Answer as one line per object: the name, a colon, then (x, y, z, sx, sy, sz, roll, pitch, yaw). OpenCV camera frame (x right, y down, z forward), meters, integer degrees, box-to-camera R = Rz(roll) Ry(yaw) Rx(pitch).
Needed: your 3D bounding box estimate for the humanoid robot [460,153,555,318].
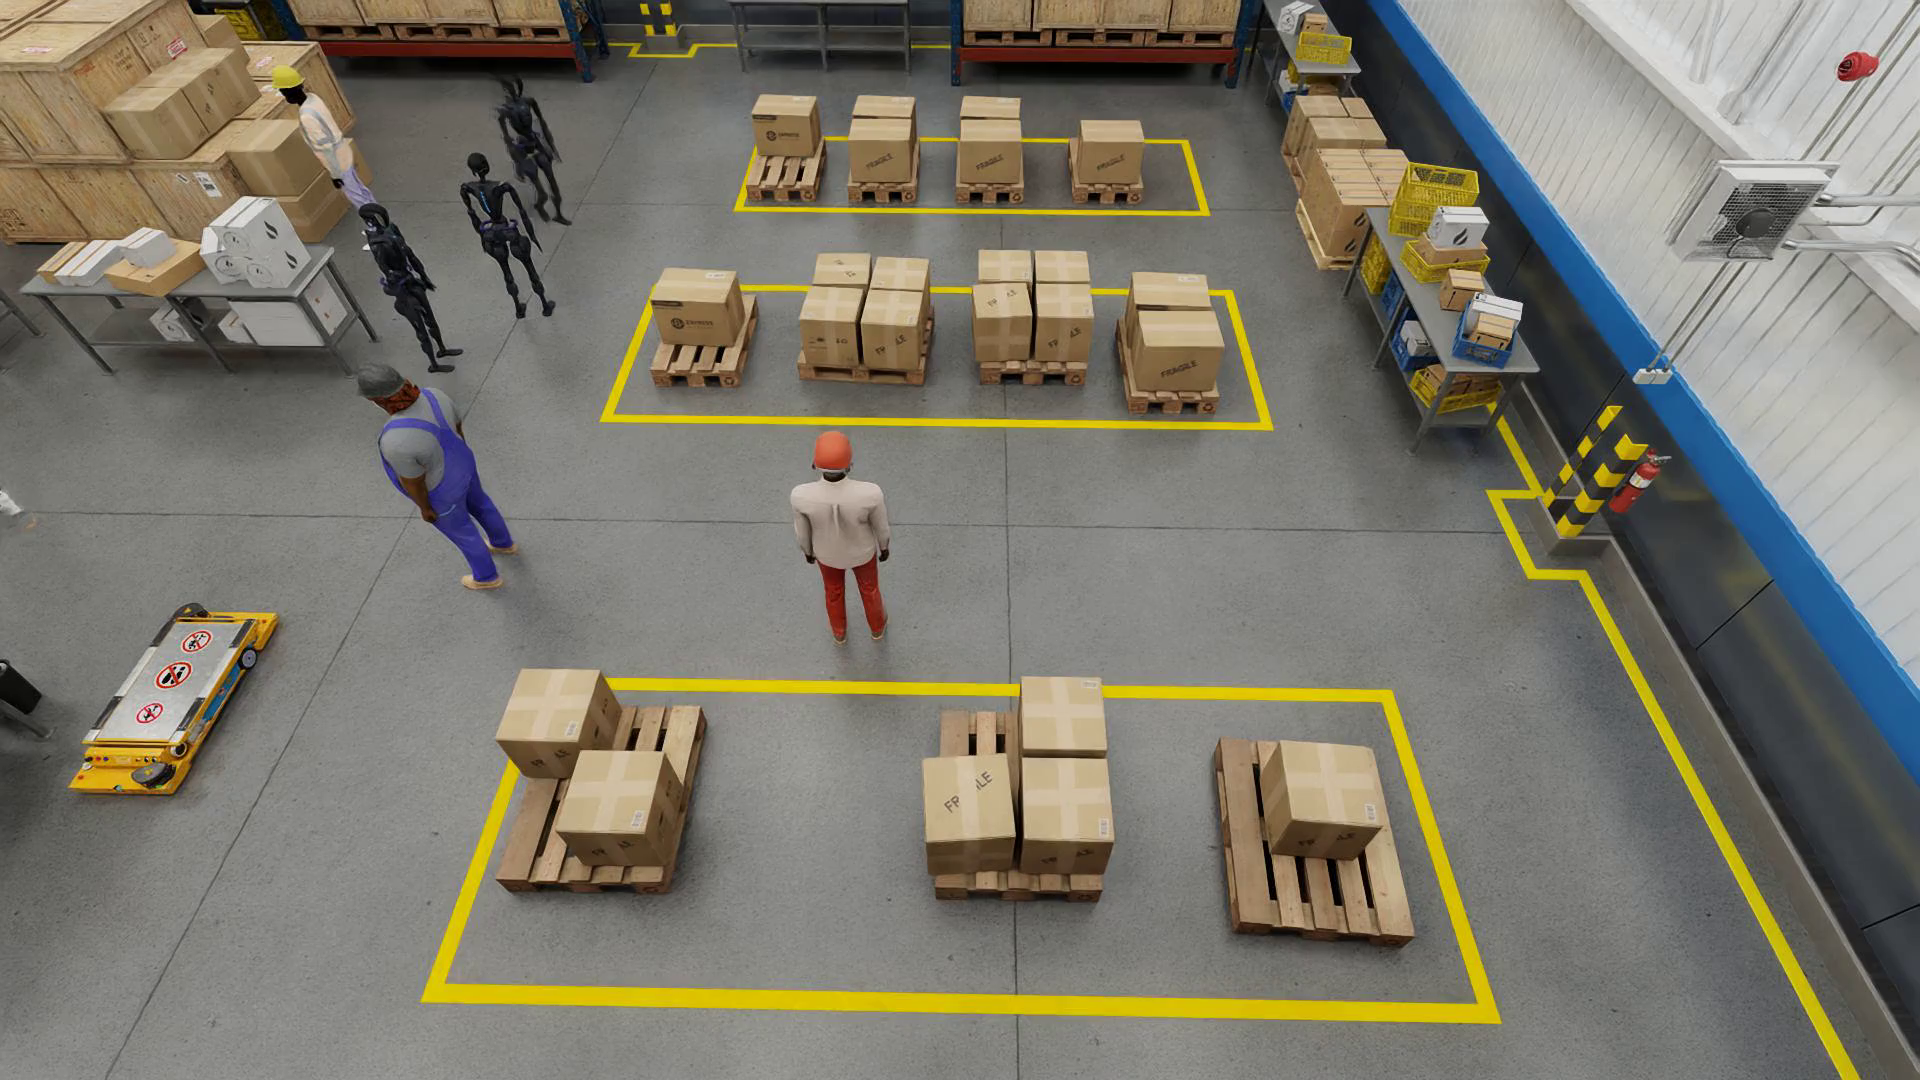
humanoid robot: (-4.432, -2.953, 8.943, 0.567, 1.650, 0.338, -5, 50, -4)

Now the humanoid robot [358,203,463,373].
humanoid robot: (-5.030, -2.289, 8.382, 0.322, 1.658, 0.580, -3, 50, -3)

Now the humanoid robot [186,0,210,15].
humanoid robot: (-9.829, -6.454, 11.905, 0.569, 1.651, 0.337, -26, 54, -20)

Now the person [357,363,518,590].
person: (-3.769, -0.454, 6.592, 0.536, 2.000, 0.675, 3, 50, 2)

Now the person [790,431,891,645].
person: (-0.772, 0.041, 6.203, 0.615, 1.994, 0.378, -4, 50, -3)

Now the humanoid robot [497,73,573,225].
humanoid robot: (-4.673, -4.225, 10.030, 0.350, 1.647, 0.605, 27, 55, 21)

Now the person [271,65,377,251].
person: (-6.594, -3.992, 9.659, 0.385, 1.927, 0.587, -15, 51, -13)

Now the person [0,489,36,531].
person: (-7.929, -0.669, 6.879, 0.358, 1.882, 0.583, 26, 55, 20)

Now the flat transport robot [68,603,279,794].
flat transport robot: (-5.504, 1.072, 6.442, 0.652, 0.197, 1.431, 1, 50, 1)
